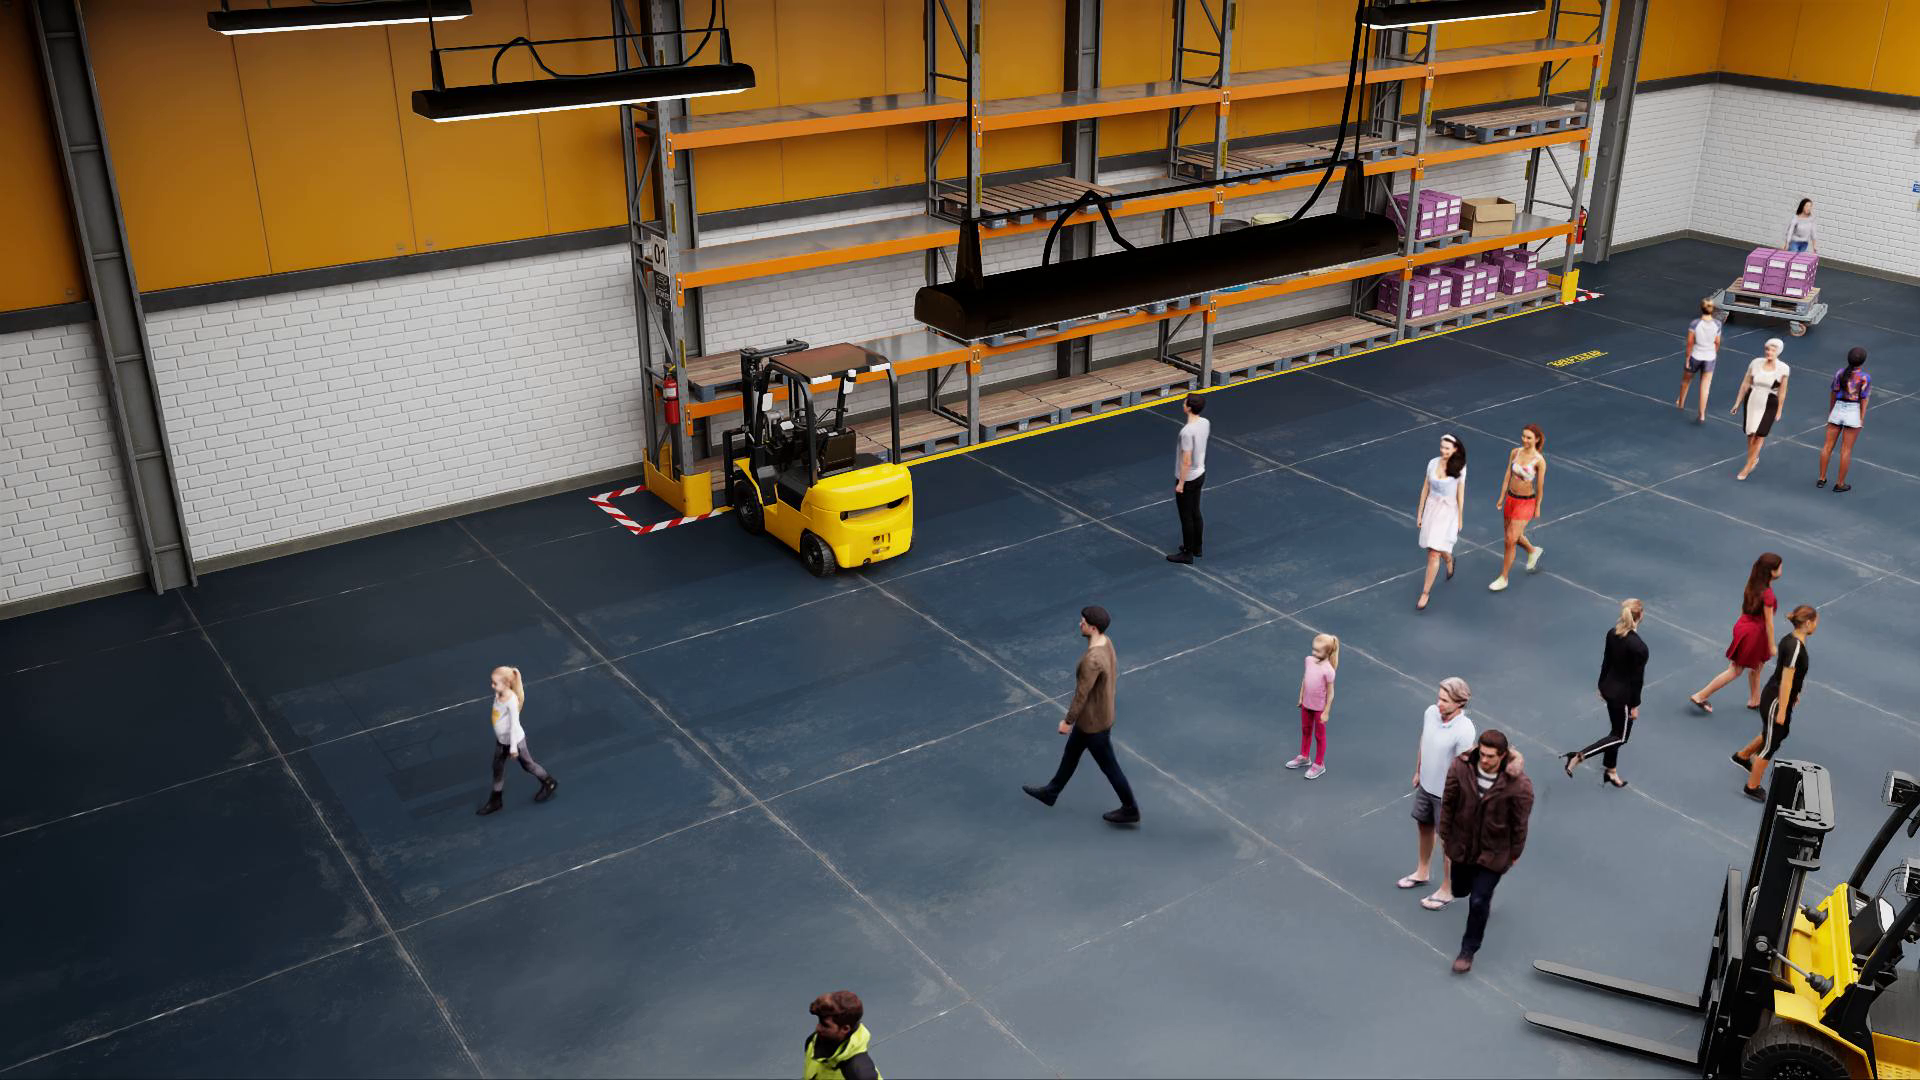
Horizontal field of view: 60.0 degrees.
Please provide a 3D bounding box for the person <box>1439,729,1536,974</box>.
[{"bbox_3d":[3.627,2.066,11.458,0.940,1.818,1.124,17,29,34],"label":"person"}]

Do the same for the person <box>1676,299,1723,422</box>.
[{"bbox_3d":[9.732,-2.320,21.786,0.987,1.581,1.096,6,24,14],"label":"person"}]

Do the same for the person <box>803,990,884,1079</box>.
[{"bbox_3d":[-0.588,3.170,8.726,0.620,1.982,0.759,-17,29,-34],"label":"person"}]

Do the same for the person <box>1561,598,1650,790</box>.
[{"bbox_3d":[5.231,1.291,13.405,0.970,1.678,0.820,-4,24,-8],"label":"person"}]

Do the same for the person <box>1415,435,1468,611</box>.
[{"bbox_3d":[4.875,-0.224,16.742,0.838,1.779,1.247,20,31,38],"label":"person"}]

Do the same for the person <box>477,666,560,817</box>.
[{"bbox_3d":[-3.518,1.574,13.281,0.920,1.259,0.547,-18,29,-35],"label":"person"}]

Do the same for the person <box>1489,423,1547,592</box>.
[{"bbox_3d":[5.802,-0.366,17.085,1.042,1.765,0.604,-14,27,-30],"label":"person"}]

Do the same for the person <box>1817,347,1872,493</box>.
[{"bbox_3d":[10.401,-1.432,19.555,0.526,1.742,0.596,-18,29,-35],"label":"person"}]

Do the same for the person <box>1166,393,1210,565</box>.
[{"bbox_3d":[2.447,-0.657,17.631,0.800,1.862,0.617,15,28,30],"label":"person"}]

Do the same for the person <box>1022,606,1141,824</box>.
[{"bbox_3d":[1.132,1.417,12.931,1.234,1.826,1.185,5,24,10],"label":"person"}]

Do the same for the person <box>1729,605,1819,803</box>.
[{"bbox_3d":[6.590,1.280,13.474,0.814,1.641,0.726,20,31,38],"label":"person"}]

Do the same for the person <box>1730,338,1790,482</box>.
[{"bbox_3d":[9.627,-1.586,19.930,0.976,1.723,0.712,-19,30,-37],"label":"person"}]

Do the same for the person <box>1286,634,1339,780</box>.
[{"bbox_3d":[2.951,1.347,13.779,0.502,1.276,0.475,-15,28,-31],"label":"person"}]

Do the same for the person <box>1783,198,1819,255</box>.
[{"bbox_3d":[13.841,-4.854,27.586,1.064,1.580,0.926,-5,24,-12],"label":"person"}]

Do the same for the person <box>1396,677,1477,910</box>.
[{"bbox_3d":[3.529,1.798,12.057,0.639,1.829,0.703,-10,26,-22],"label":"person"}]

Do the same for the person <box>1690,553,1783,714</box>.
[{"bbox_3d":[6.876,0.854,14.598,1.082,1.523,0.936,1,24,3],"label":"person"}]
